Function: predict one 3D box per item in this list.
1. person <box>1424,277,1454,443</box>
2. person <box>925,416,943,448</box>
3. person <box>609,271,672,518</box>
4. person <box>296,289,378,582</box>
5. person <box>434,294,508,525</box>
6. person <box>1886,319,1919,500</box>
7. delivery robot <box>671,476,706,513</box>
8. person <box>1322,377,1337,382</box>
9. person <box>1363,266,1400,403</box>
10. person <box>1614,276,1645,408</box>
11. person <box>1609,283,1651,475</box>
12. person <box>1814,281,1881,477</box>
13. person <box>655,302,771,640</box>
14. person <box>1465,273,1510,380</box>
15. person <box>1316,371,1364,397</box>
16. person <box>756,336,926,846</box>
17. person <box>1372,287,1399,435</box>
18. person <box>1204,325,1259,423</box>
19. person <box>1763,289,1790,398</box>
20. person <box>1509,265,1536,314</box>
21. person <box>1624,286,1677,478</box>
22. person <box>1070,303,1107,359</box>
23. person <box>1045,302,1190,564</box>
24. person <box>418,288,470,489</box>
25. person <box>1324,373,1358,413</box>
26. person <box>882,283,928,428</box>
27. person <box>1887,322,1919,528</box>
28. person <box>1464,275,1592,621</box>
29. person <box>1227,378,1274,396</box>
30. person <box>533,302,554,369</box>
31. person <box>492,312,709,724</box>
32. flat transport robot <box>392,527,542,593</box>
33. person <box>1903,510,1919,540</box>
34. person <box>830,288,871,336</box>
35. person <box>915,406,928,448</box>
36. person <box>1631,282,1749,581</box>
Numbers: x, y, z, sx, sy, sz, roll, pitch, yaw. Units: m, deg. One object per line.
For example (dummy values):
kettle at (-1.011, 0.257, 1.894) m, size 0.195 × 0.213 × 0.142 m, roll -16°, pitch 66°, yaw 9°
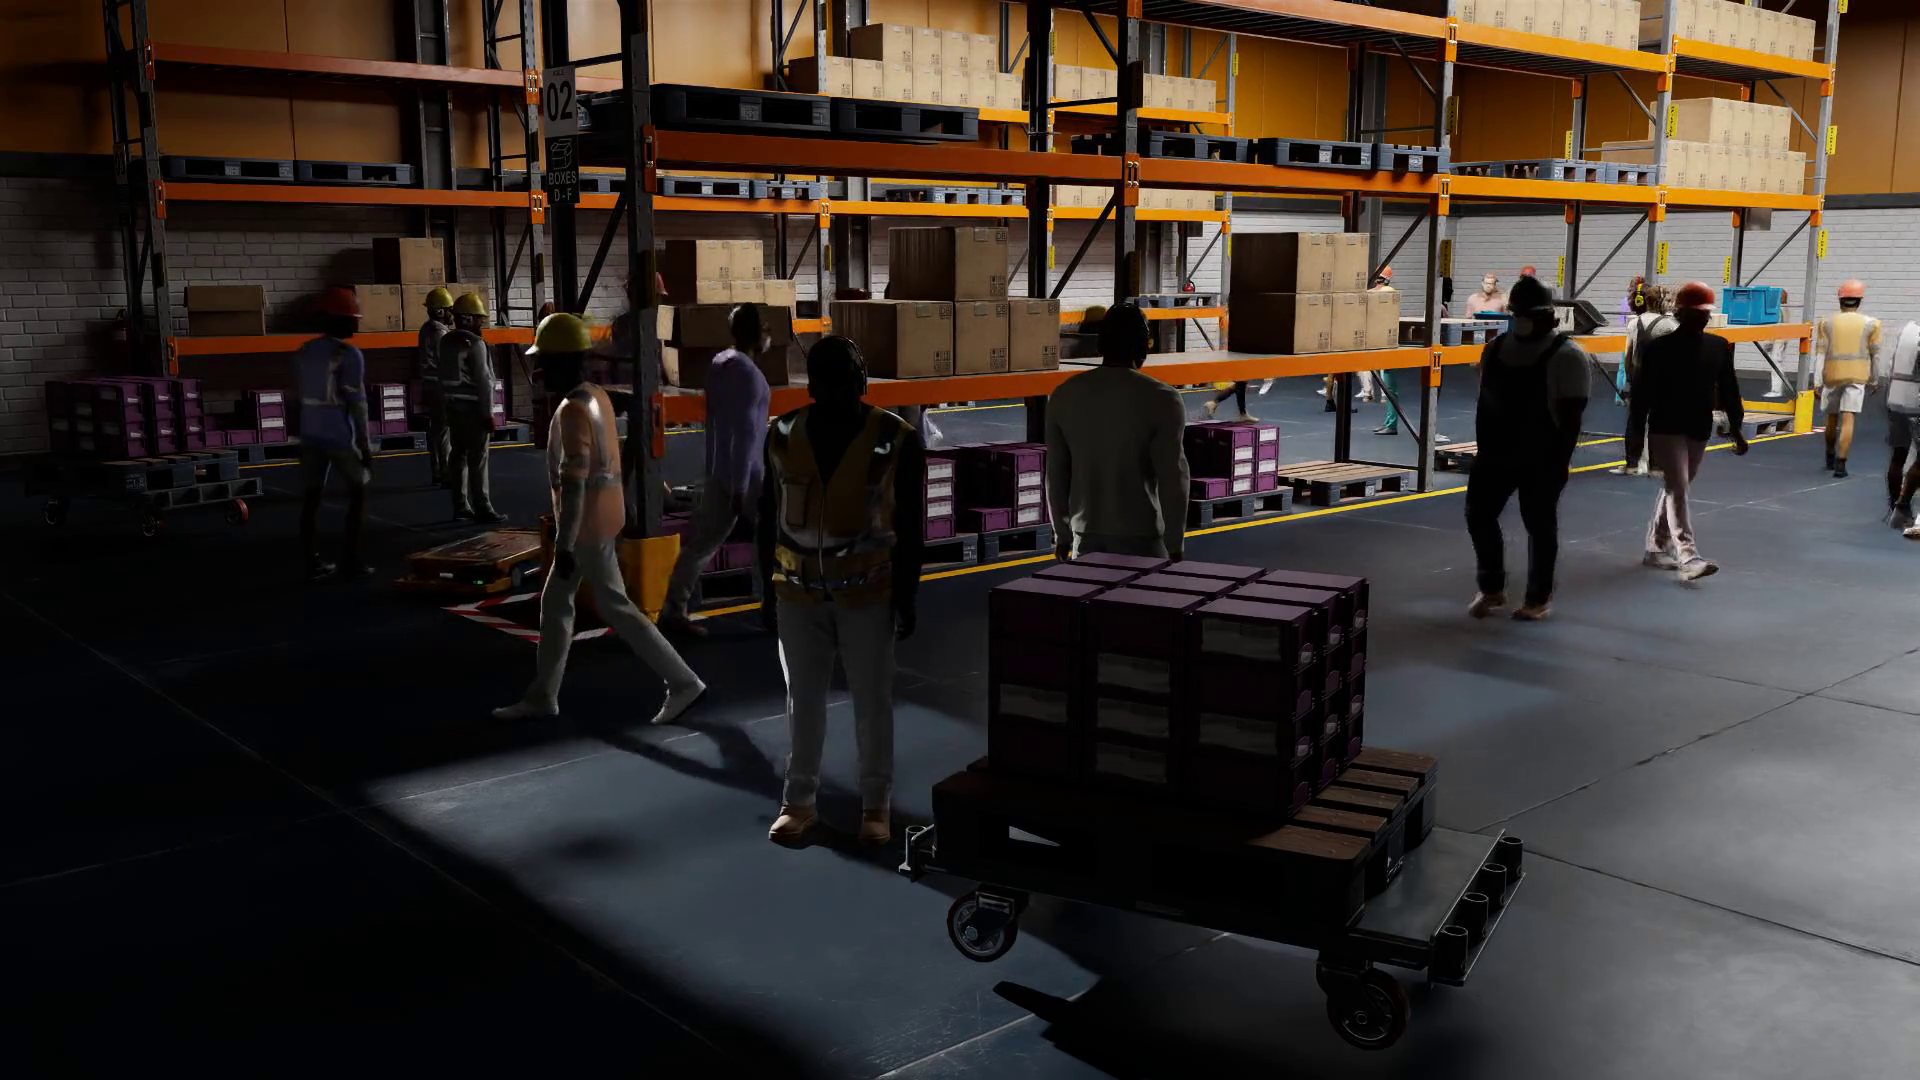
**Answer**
person at (5.449, -2.077, 19.057) m, size 0.382 × 1.918 × 0.597 m, roll 2°, pitch 10°, yaw 12°
person at (-0.445, -1.799, 17.647) m, size 0.447 × 1.848 × 0.573 m, roll -4°, pitch 10°, yaw -21°
person at (-2.507, -1.186, 13.587) m, size 0.945 × 1.999 × 0.610 m, roll -8°, pitch 12°, yaw -39°
person at (-4.068, -0.673, 10.878) m, size 0.545 × 1.912 × 0.504 m, roll 5°, pitch 11°, yaw 27°
person at (-3.892, -1.035, 13.229) m, size 0.587 × 1.826 × 0.404 m, roll 8°, pitch 12°, yaw 38°
person at (8.361, -1.255, 14.336) m, size 0.353 × 1.886 × 0.573 m, roll -8°, pitch 12°, yaw -38°
delivery robot at (-1.819, -0.318, 12.470) m, size 0.477 × 0.478 × 0.707 m, roll 7°, pitch 12°, yaw 36°
person at (6.373, -3.684, 28.123) m, size 0.605 × 2.037 × 0.394 m, roll -8°, pitch 12°, yaw -39°
person at (6.119, -2.996, 24.214) m, size 0.625 × 1.992 × 0.386 m, roll 8°, pitch 12°, yaw 39°
person at (9.428, -2.781, 23.394) m, size 0.373 × 1.843 × 0.572 m, roll 1°, pitch 10°, yaw 4°
person at (6.589, -1.565, 16.207) m, size 0.328 × 1.870 × 0.510 m, roll 7°, pitch 12°, yaw 37°
person at (8.642, -1.575, 16.232) m, size 0.564 × 1.878 × 1.018 m, roll 6°, pitch 11°, yaw 30°
person at (-1.229, -0.372, 9.220) m, size 1.072 × 1.880 × 0.624 m, roll -6°, pitch 11°, yaw -30°
person at (7.716, -2.965, 24.358) m, size 0.650 × 1.883 × 0.749 m, roll 7°, pitch 12°, yaw 37°
person at (5.803, -2.929, 25.018) m, size 0.879 × 1.587 × 0.539 m, roll -3°, pitch 10°, yaw -19°
person at (-0.443, 0.189, 6.012) m, size 0.621 × 1.845 × 0.429 m, roll 2°, pitch 10°, yaw 11°
person at (5.098, -2.131, 19.840) m, size 0.337 × 1.760 × 0.526 m, roll 2°, pitch 10°, yaw 13°
person at (3.455, -2.295, 21.022) m, size 0.683 × 1.678 × 0.537 m, roll -1°, pitch 10°, yaw -5°
person at (12.329, -2.966, 25.085) m, size 0.312 × 1.637 × 0.521 m, roll 9°, pitch 13°, yaw 43°
person at (9.712, -3.733, 28.609) m, size 0.629 × 1.969 × 0.798 m, roll 8°, pitch 12°, yaw 39°
person at (6.629, -1.513, 15.981) m, size 0.351 × 1.843 × 0.506 m, roll -7°, pitch 12°, yaw -36°
person at (1.087, -1.175, 14.360) m, size 0.547 × 1.730 × 0.490 m, roll -7°, pitch 12°, yaw -37°
person at (0.655, -0.009, 6.892) m, size 0.637 × 1.938 × 0.357 m, roll 6°, pitch 12°, yaw 33°
person at (-4.728, -1.383, 15.244) m, size 0.404 × 1.833 × 0.590 m, roll -6°, pitch 11°, yaw -32°
person at (5.203, -2.690, 22.591) m, size 0.376 × 1.936 × 0.549 m, roll -5°, pitch 11°, yaw -28°
person at (-0.541, -1.242, 14.109) m, size 0.635 × 1.937 × 0.352 m, roll -8°, pitch 12°, yaw -39°
person at (7.450, -1.015, 12.972) m, size 0.392 × 1.883 × 0.662 m, roll -1°, pitch 10°, yaw -8°
person at (3.252, -0.529, 9.639) m, size 0.599 × 2.000 × 0.704 m, roll -8°, pitch 13°, yaw -40°
person at (4.433, -3.129, 25.425) m, size 1.000 × 1.859 × 0.644 m, roll -7°, pitch 12°, yaw -36°
person at (-4.479, -1.787, 18.218) m, size 0.498 × 1.629 × 0.276 m, roll 9°, pitch 13°, yaw 42°
person at (-1.628, -0.085, 7.512) m, size 0.969 × 1.887 × 0.604 m, roll -1°, pitch 10°, yaw -6°
flat transport robot at (-3.073, 0.121, 11.005) m, size 0.652 × 0.197 × 1.431 m, roll 2°, pitch 10°, yaw 13°
person at (7.551, -0.886, 12.499) m, size 0.977 × 1.786 × 0.610 m, roll -5°, pitch 11°, yaw -27°
person at (-0.733, -1.061, 13.229) m, size 0.648 × 1.871 × 0.613 m, roll -7°, pitch 12°, yaw -37°
person at (-0.550, -1.696, 16.883) m, size 0.636 × 1.902 × 0.406 m, roll 2°, pitch 10°, yaw 11°
person at (4.823, -0.705, 10.914) m, size 0.625 × 1.942 × 1.020 m, roll -2°, pitch 10°, yaw -11°
